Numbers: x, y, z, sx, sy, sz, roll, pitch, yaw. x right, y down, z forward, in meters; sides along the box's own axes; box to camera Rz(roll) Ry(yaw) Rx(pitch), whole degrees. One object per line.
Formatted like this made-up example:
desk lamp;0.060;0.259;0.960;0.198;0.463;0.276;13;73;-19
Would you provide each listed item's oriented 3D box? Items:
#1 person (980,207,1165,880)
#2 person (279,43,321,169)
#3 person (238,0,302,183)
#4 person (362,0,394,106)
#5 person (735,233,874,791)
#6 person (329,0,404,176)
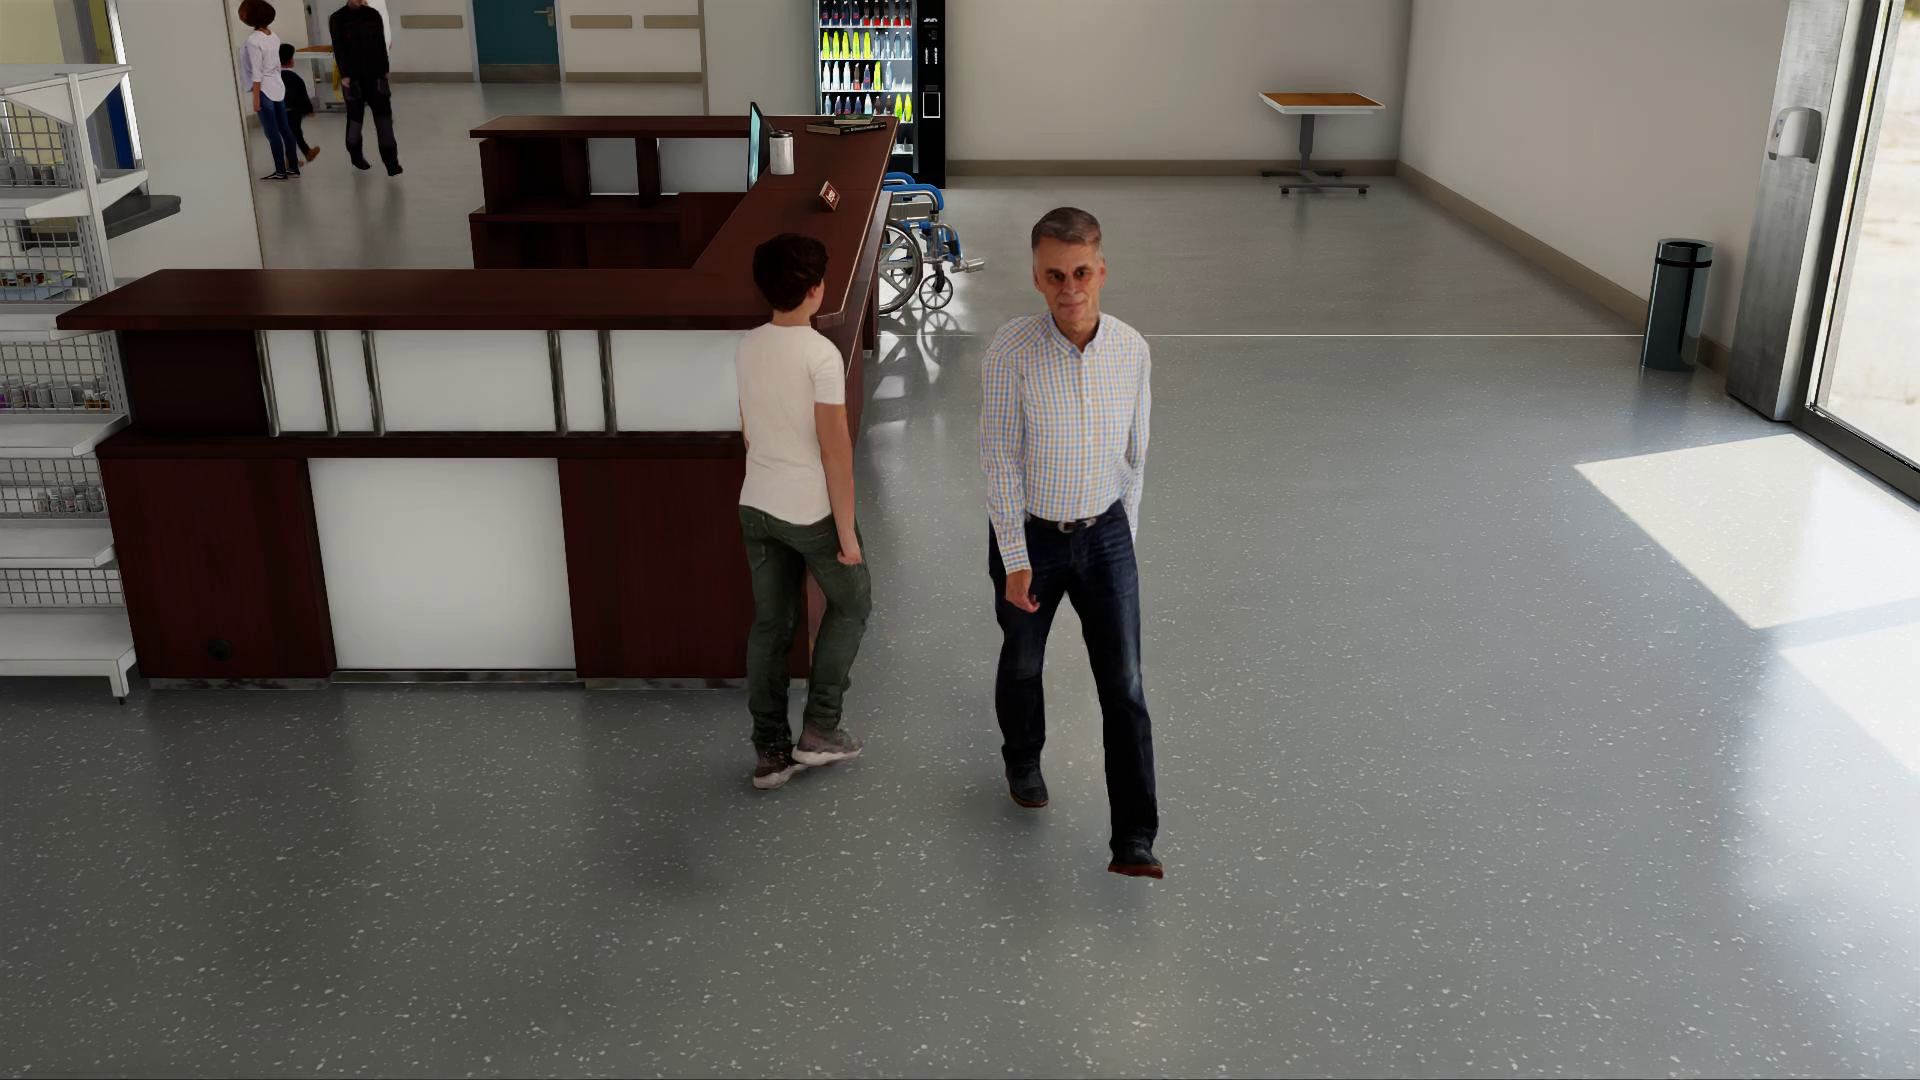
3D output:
person;0.240;-0.013;4.559;1.134;1.763;0.860;-5;21;-13
person;-6.773;-4.349;16.742;0.804;1.202;0.759;9;22;22
person;-6.679;-4.358;16.107;0.636;1.710;0.675;4;21;10
person;-7.812;-6.706;22.354;0.811;1.675;0.765;5;21;13
person;-0.519;-0.041;4.801;0.747;1.645;0.820;13;24;30
person;-5.878;-4.506;16.292;1.279;1.854;1.207;-14;25;-32
